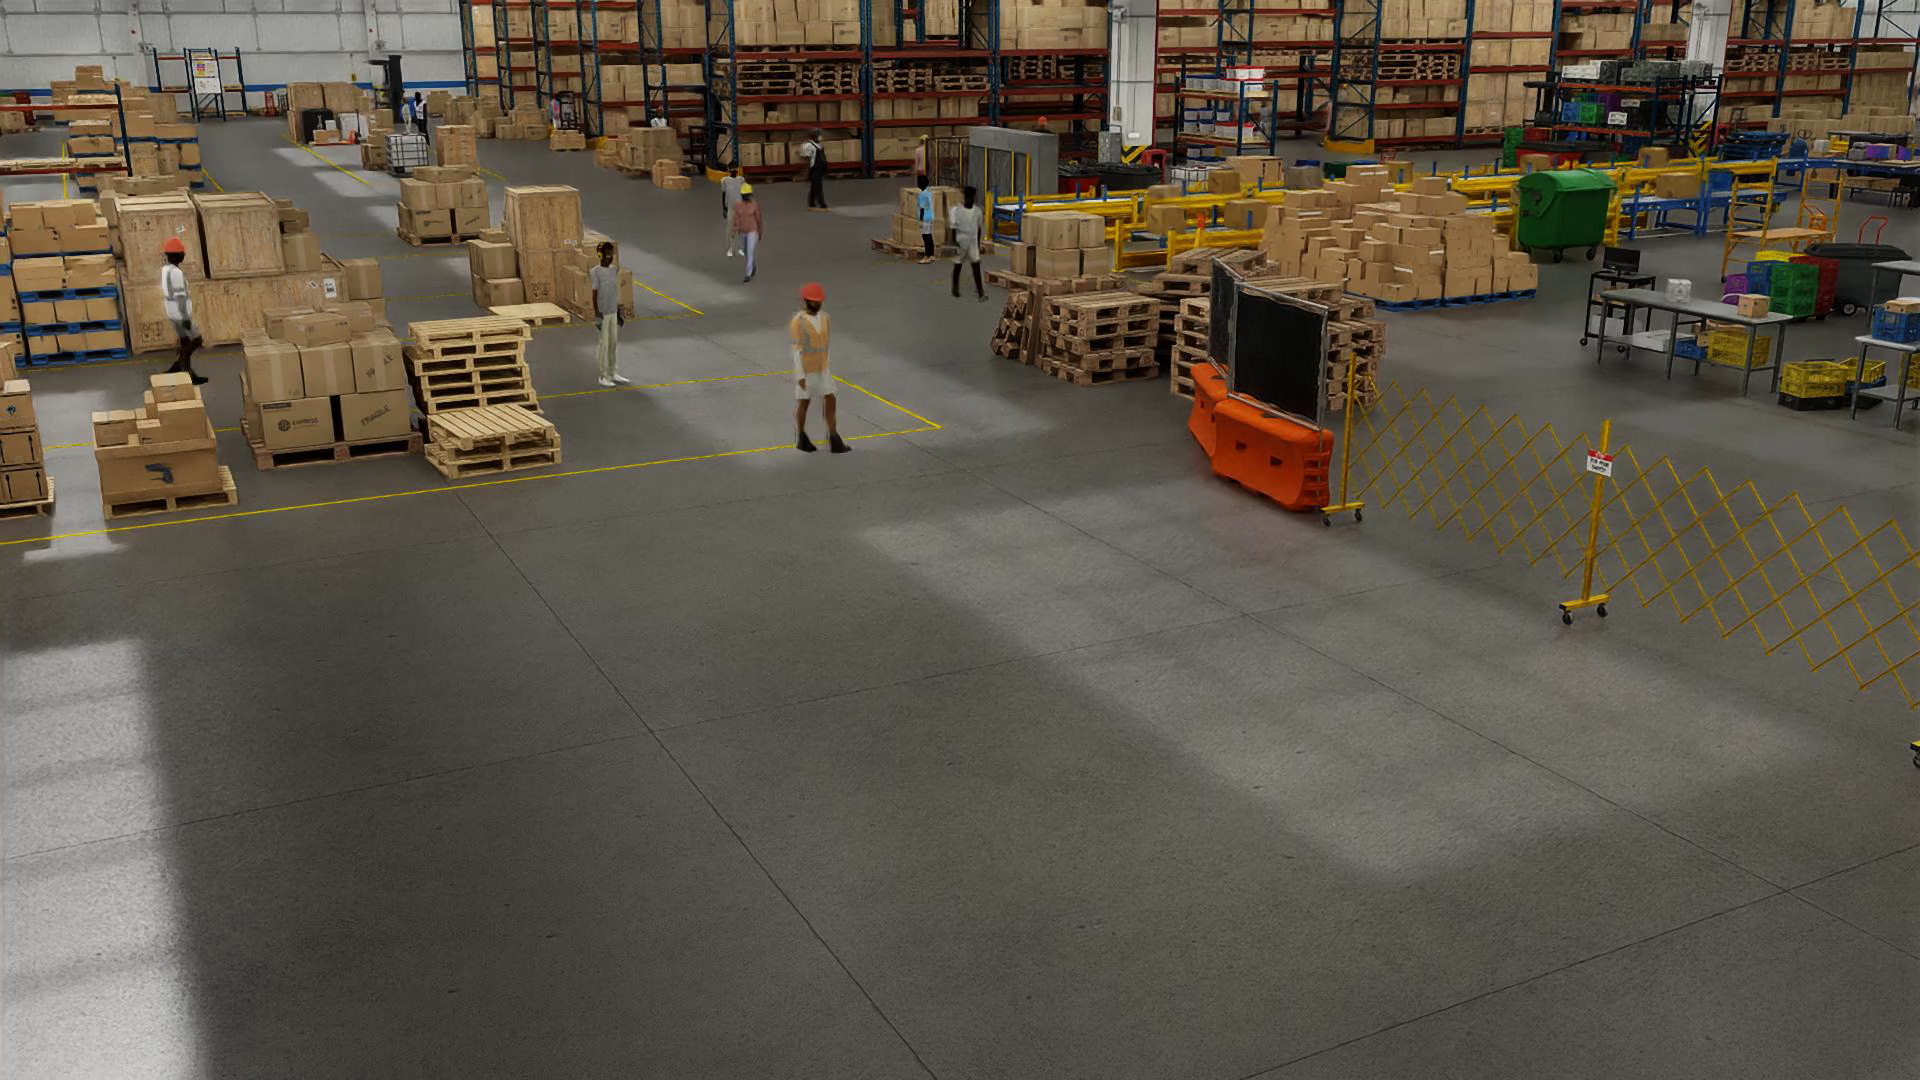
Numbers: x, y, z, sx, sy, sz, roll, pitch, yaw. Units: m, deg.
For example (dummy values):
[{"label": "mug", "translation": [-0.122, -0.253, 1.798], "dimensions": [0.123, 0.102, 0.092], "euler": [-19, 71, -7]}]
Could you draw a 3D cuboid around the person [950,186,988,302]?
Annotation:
[{"label": "person", "translation": [0.124, -4.946, 27.820], "dimensions": [0.625, 1.908, 1.021], "euler": [-7, 19, -22]}]

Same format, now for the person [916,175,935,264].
[{"label": "person", "translation": [-0.671, -6.158, 31.960], "dimensions": [0.323, 1.691, 0.536], "euler": [4, 18, 12]}]

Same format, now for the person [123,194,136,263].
[{"label": "person", "translation": [-13.095, -4.562, 26.607], "dimensions": [0.587, 1.920, 0.392], "euler": [-1, 18, -2]}]

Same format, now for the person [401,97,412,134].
[{"label": "person", "translation": [-19.991, -15.155, 60.098], "dimensions": [0.315, 1.629, 0.509], "euler": [-10, 20, -28]}]

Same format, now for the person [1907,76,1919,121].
[{"label": "person", "translation": [41.230, -19.135, 72.061], "dimensions": [0.904, 1.918, 0.639], "euler": [15, 23, 39]}]

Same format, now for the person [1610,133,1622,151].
[{"label": "person", "translation": [21.901, -13.784, 55.509], "dimensions": [0.587, 1.826, 0.404], "euler": [-2, 18, -7]}]

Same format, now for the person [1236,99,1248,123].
[{"label": "person", "translation": [10.077, -15.264, 60.040], "dimensions": [0.732, 1.874, 0.656], "euler": [3, 18, 9]}]

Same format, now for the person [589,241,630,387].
[{"label": "person", "translation": [-4.569, -2.941, 21.631], "dimensions": [0.328, 1.874, 0.512], "euler": [9, 20, 25]}]

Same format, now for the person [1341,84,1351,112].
[{"label": "person", "translation": [15.626, -17.641, 67.577], "dimensions": [0.873, 1.803, 0.600], "euler": [-6, 19, -18]}]

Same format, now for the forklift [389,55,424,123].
[{"label": "forklift", "translation": [-23.574, -18.900, 69.755], "dimensions": [1.873, 2.768, 1.129], "euler": [-9, 20, -26]}]

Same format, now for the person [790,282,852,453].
[{"label": "person", "translation": [-1.530, -1.860, 18.202], "dimensions": [0.563, 1.903, 0.850], "euler": [-16, 24, -41]}]

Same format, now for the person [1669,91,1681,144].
[{"label": "person", "translation": [25.841, -15.221, 59.842], "dimensions": [0.582, 1.915, 0.582], "euler": [-16, 24, -40]}]

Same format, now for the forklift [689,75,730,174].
[{"label": "forklift", "translation": [-7.024, -12.343, 49.315], "dimensions": [1.873, 2.768, 1.129], "euler": [-9, 20, -26]}]

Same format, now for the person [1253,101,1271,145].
[{"label": "person", "translation": [10.842, -14.947, 59.525], "dimensions": [0.844, 1.589, 0.503], "euler": [-10, 20, -29]}]

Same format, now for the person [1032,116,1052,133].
[{"label": "person", "translation": [2.163, -10.207, 44.088], "dimensions": [0.623, 1.989, 0.399], "euler": [-6, 19, -19]}]

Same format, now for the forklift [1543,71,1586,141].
[{"label": "forklift", "translation": [18.685, -13.231, 52.085], "dimensions": [1.873, 2.768, 1.129], "euler": [-9, 20, -26]}]

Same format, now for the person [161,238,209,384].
[{"label": "person", "translation": [-10.086, -2.941, 21.536], "dimensions": [0.423, 1.928, 0.563], "euler": [-14, 22, -36]}]

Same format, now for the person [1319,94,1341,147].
[{"label": "person", "translation": [13.122, -14.800, 58.616], "dimensions": [0.965, 1.867, 0.656], "euler": [-7, 19, -21]}]

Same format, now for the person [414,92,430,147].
[{"label": "person", "translation": [-18.918, -14.774, 58.465], "dimensions": [0.598, 1.910, 0.385], "euler": [12, 21, 33]}]

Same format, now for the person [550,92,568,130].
[{"label": "person", "translation": [-14.420, -15.173, 59.833], "dimensions": [0.656, 1.827, 0.444], "euler": [0, 18, 0]}]

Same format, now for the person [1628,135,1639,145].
[{"label": "person", "translation": [23.901, -14.770, 58.817], "dimensions": [0.735, 1.662, 0.551], "euler": [-15, 23, -40]}]

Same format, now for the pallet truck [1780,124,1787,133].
[{"label": "pallet truck", "translation": [25.206, -12.542, 52.601], "dimensions": [1.601, 1.201, 0.680], "euler": [0, 18, -2]}]

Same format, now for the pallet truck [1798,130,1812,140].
[{"label": "pallet truck", "translation": [25.526, -11.556, 49.408], "dimensions": [1.630, 1.274, 0.653], "euler": [-9, 20, -26]}]

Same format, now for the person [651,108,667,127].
[{"label": "person", "translation": [-8.936, -11.926, 49.625], "dimensions": [0.355, 1.882, 0.575], "euler": [14, 22, 37]}]

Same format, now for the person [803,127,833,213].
[{"label": "person", "translation": [-3.328, -8.875, 39.856], "dimensions": [0.885, 2.000, 0.711], "euler": [7, 19, 20]}]

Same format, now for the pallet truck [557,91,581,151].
[{"label": "pallet truck", "translation": [-13.495, -14.412, 57.188], "dimensions": [0.823, 1.965, 1.885], "euler": [-3, 18, -9]}]

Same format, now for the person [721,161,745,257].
[{"label": "person", "translation": [-4.451, -6.552, 32.889], "dimensions": [0.514, 1.872, 0.328], "euler": [-9, 20, -25]}]

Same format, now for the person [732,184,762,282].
[{"label": "person", "translation": [-3.825, -5.588, 30.105], "dimensions": [0.518, 1.733, 0.864], "euler": [4, 18, 12]}]

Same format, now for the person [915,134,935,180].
[{"label": "person", "translation": [-0.887, -9.242, 41.523], "dimensions": [0.525, 1.723, 0.913], "euler": [13, 22, 36]}]
